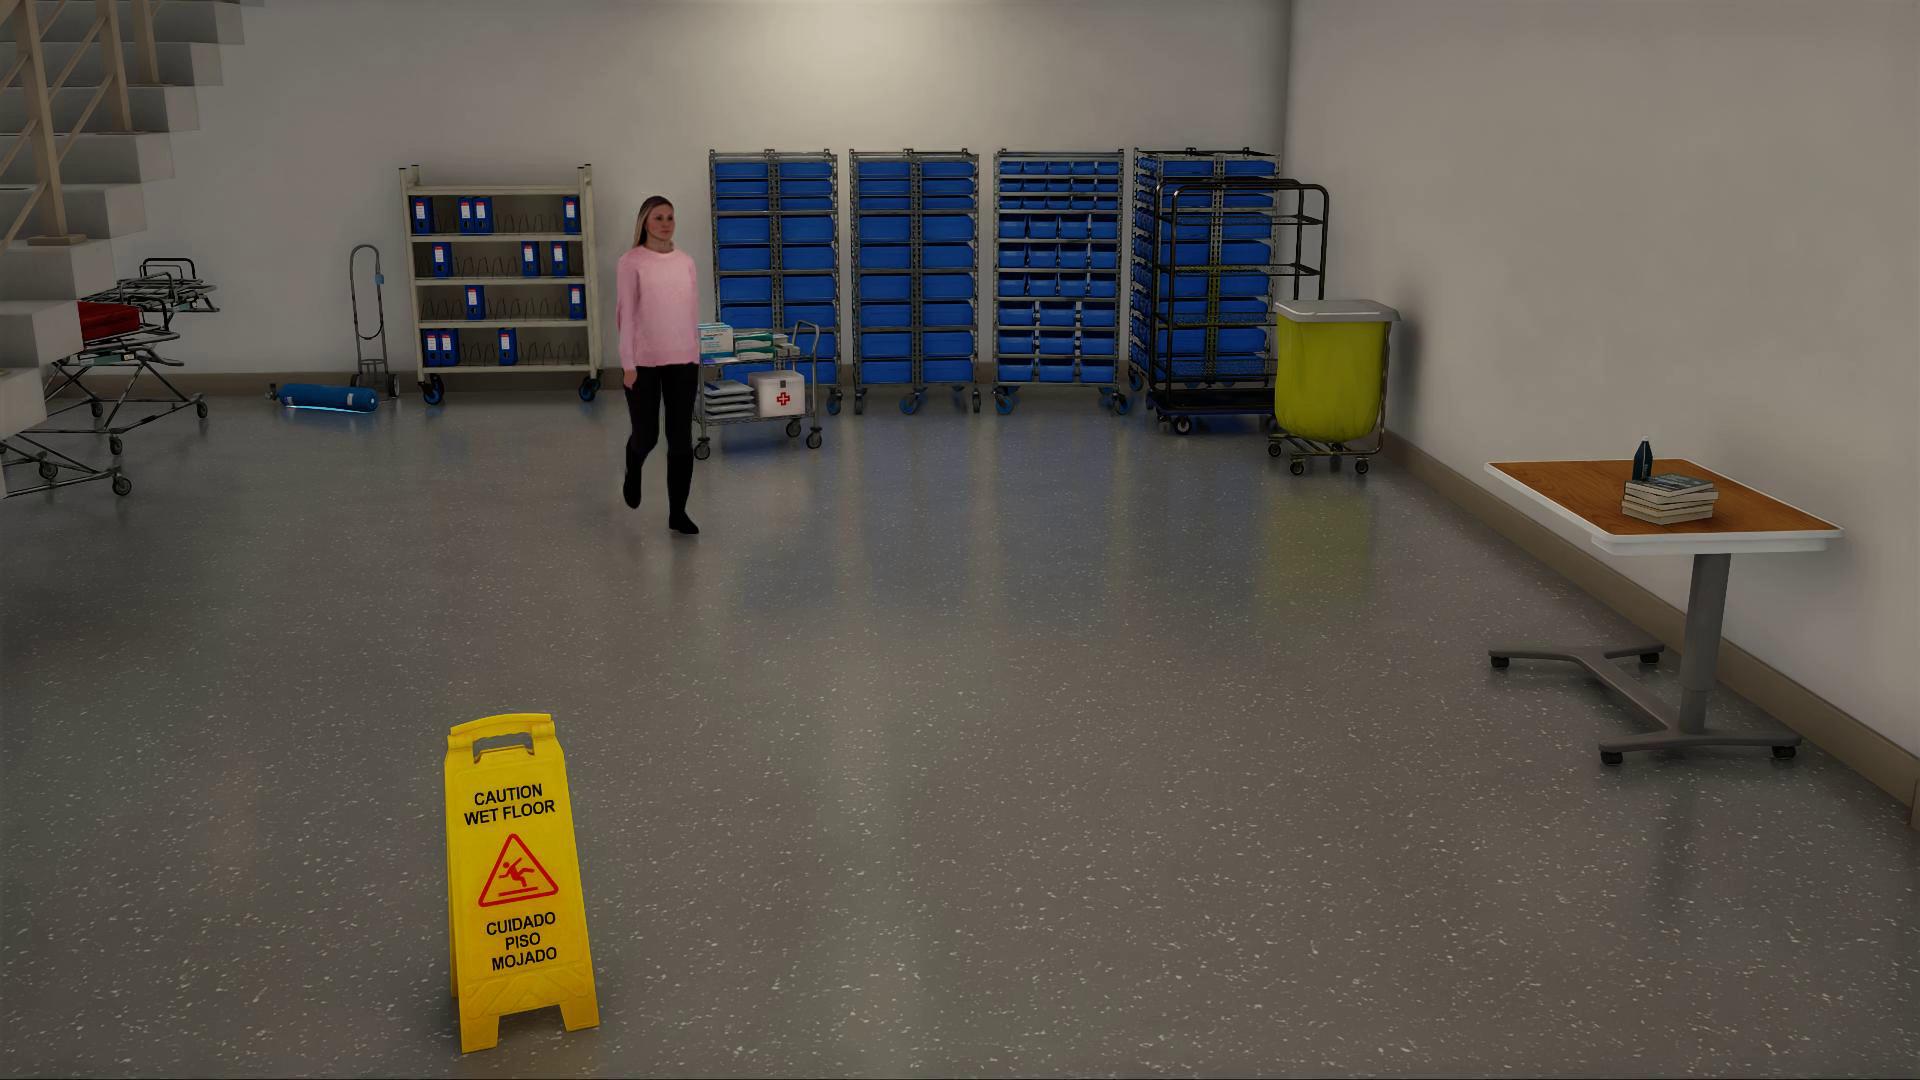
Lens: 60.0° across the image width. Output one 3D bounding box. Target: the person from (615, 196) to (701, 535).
[{"bbox_3d":[-1.544,-0.880,8.381,0.832,1.678,0.984,-9,18,-30],"label":"person"}]
